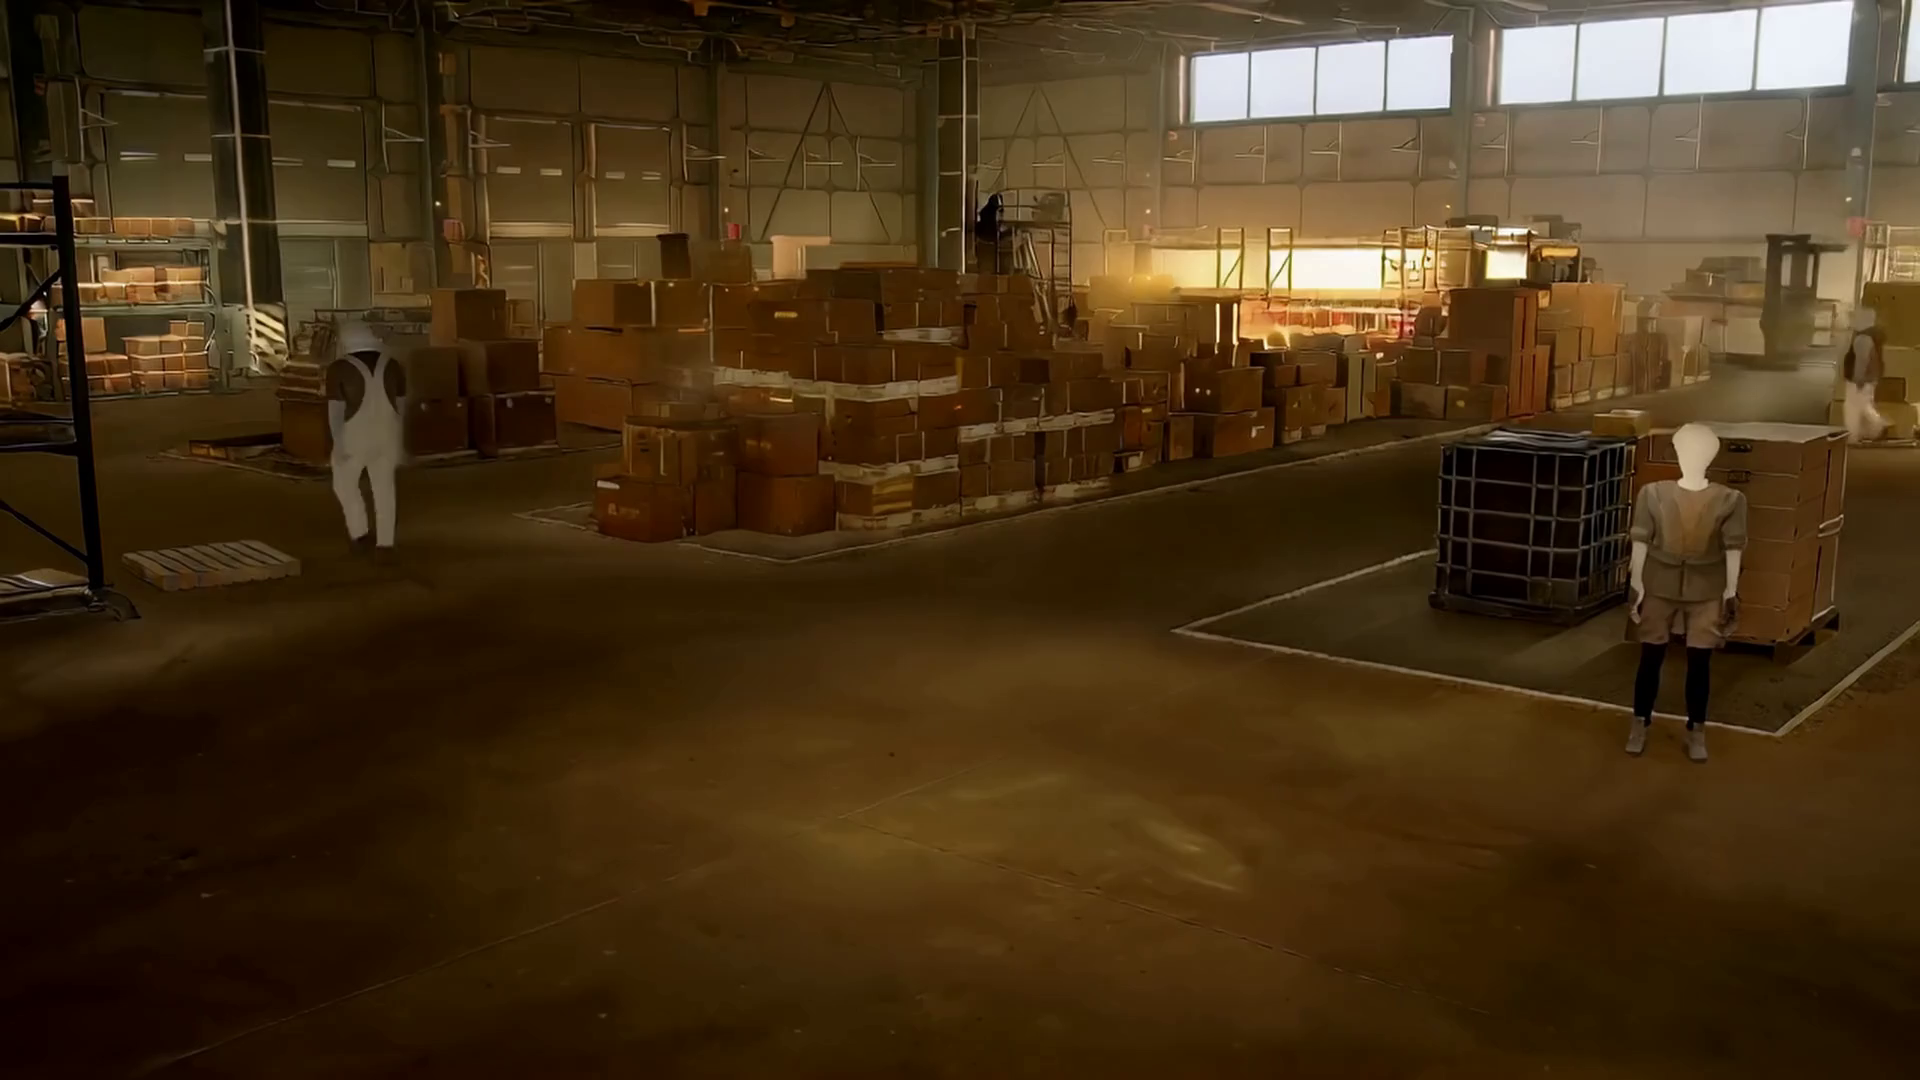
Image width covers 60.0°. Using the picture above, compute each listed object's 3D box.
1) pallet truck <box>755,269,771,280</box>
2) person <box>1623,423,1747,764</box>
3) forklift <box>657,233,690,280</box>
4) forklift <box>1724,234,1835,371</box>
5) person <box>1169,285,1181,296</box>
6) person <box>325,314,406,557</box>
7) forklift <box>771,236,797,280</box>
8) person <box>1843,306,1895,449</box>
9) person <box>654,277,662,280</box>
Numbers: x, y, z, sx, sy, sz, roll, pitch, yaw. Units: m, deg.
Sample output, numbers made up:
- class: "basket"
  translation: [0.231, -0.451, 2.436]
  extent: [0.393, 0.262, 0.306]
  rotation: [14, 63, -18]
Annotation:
- class: "pallet truck"
  translation: [-4.996, -6.432, 45.525]
  extent: [1.885, 1.965, 0.823]
  rotation: [-6, 12, -32]
- class: "person"
  translation: [3.589, 0.263, 8.258]
  extent: [0.530, 1.697, 0.321]
  rotation: [5, 11, 24]
- class: "forklift"
  translation: [-5.606, -4.634, 32.773]
  extent: [1.873, 2.768, 1.129]
  rotation: [-6, 11, -29]
- class: "forklift"
  translation: [17.205, -4.989, 34.795]
  extent: [1.129, 2.768, 1.873]
  rotation: [-5, 11, -24]
- class: "person"
  translation: [3.562, -3.410, 28.562]
  extent: [0.803, 1.916, 0.636]
  rotation: [-9, 14, -42]
- class: "person"
  translation: [-4.892, -0.860, 13.678]
  extent: [0.691, 2.000, 0.541]
  rotation: [-10, 14, -44]
- class: "forklift"
  translation: [-4.209, -5.900, 39.983]
  extent: [1.873, 2.768, 1.129]
  rotation: [2, 10, 13]
- class: "person"
  translation: [11.417, -2.035, 20.967]
  extent: [0.640, 1.830, 0.609]
  rotation: [-10, 14, -44]
- class: "person"
  translation: [-6.507, -4.725, 36.013]
  extent: [0.636, 1.930, 0.371]
  rotation: [-4, 11, -23]
